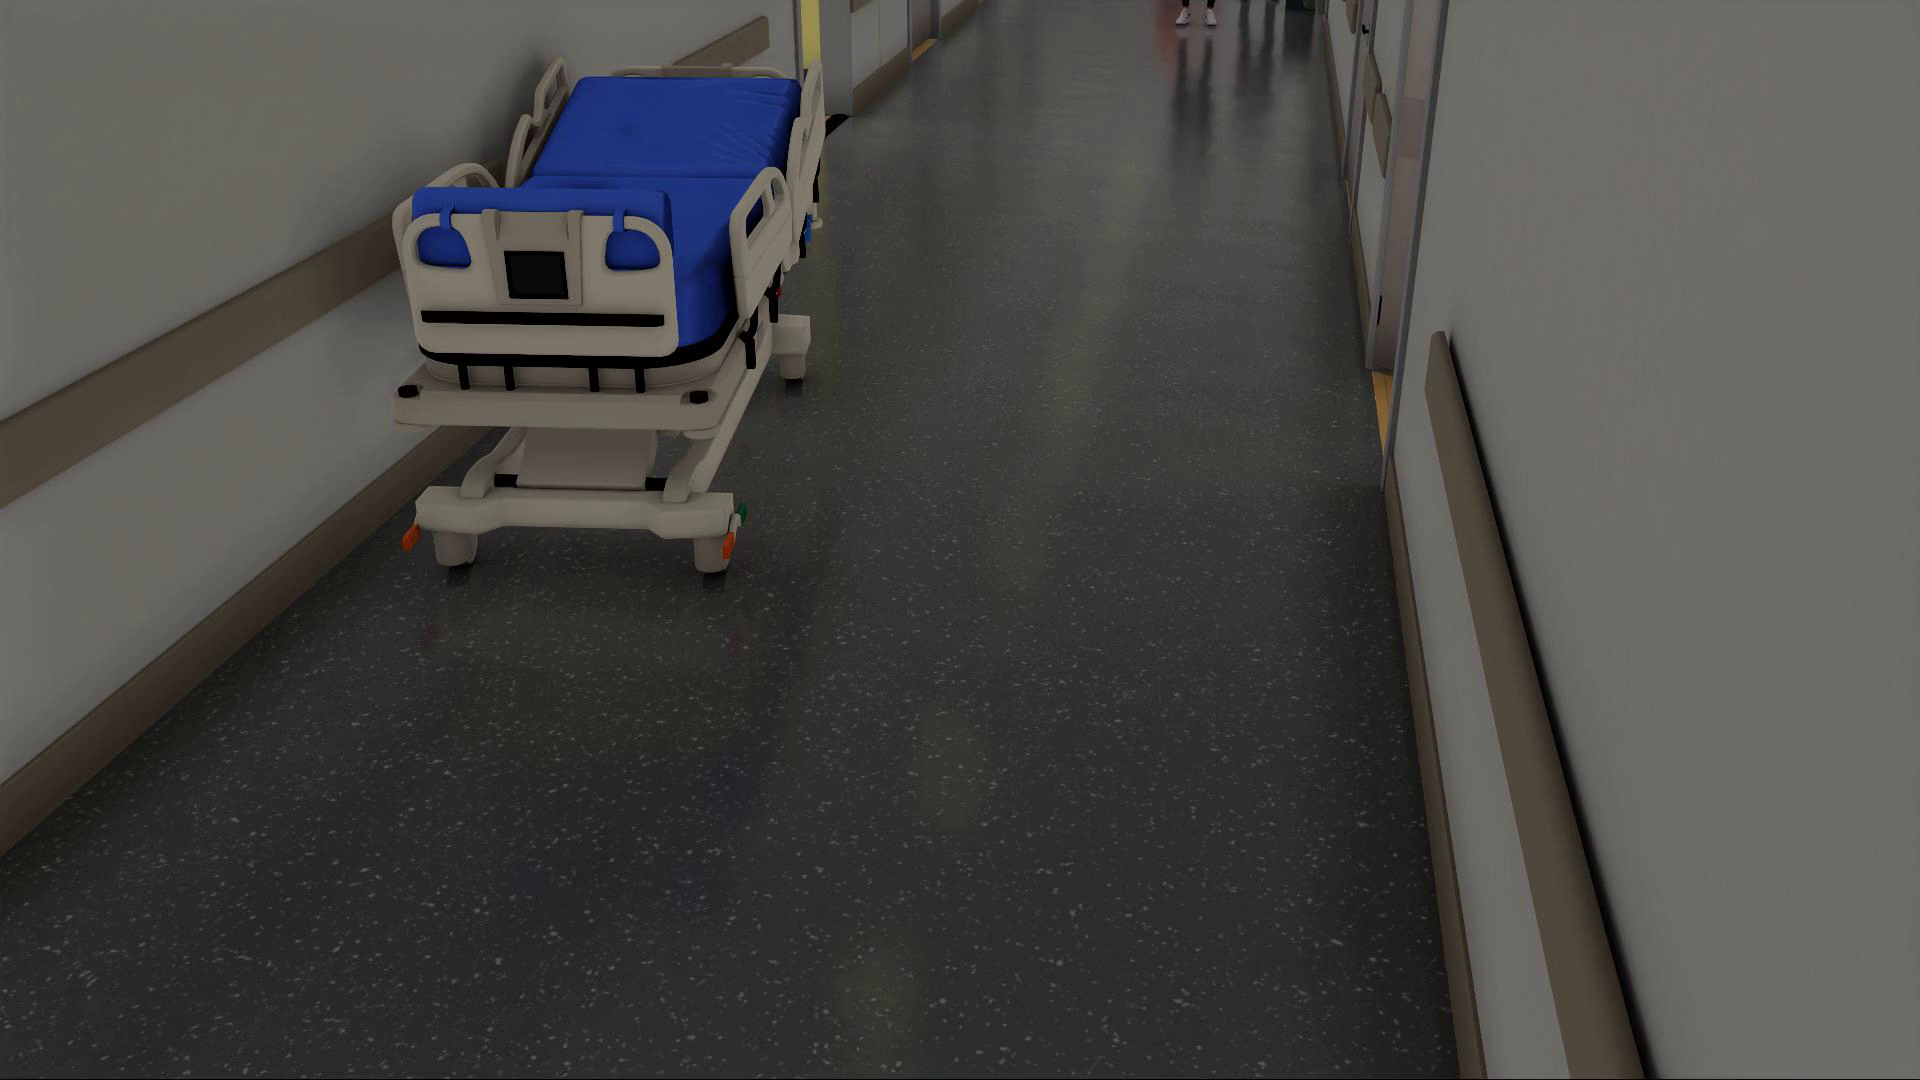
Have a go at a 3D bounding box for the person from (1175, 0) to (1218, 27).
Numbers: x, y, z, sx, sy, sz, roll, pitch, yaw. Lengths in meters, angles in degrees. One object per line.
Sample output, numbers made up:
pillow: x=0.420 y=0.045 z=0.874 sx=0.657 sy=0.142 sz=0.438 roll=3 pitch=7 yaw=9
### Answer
person: x=2.284 y=-5.750 z=15.555 sx=0.454 sy=1.798 sz=0.656 roll=5 pitch=26 yaw=10
